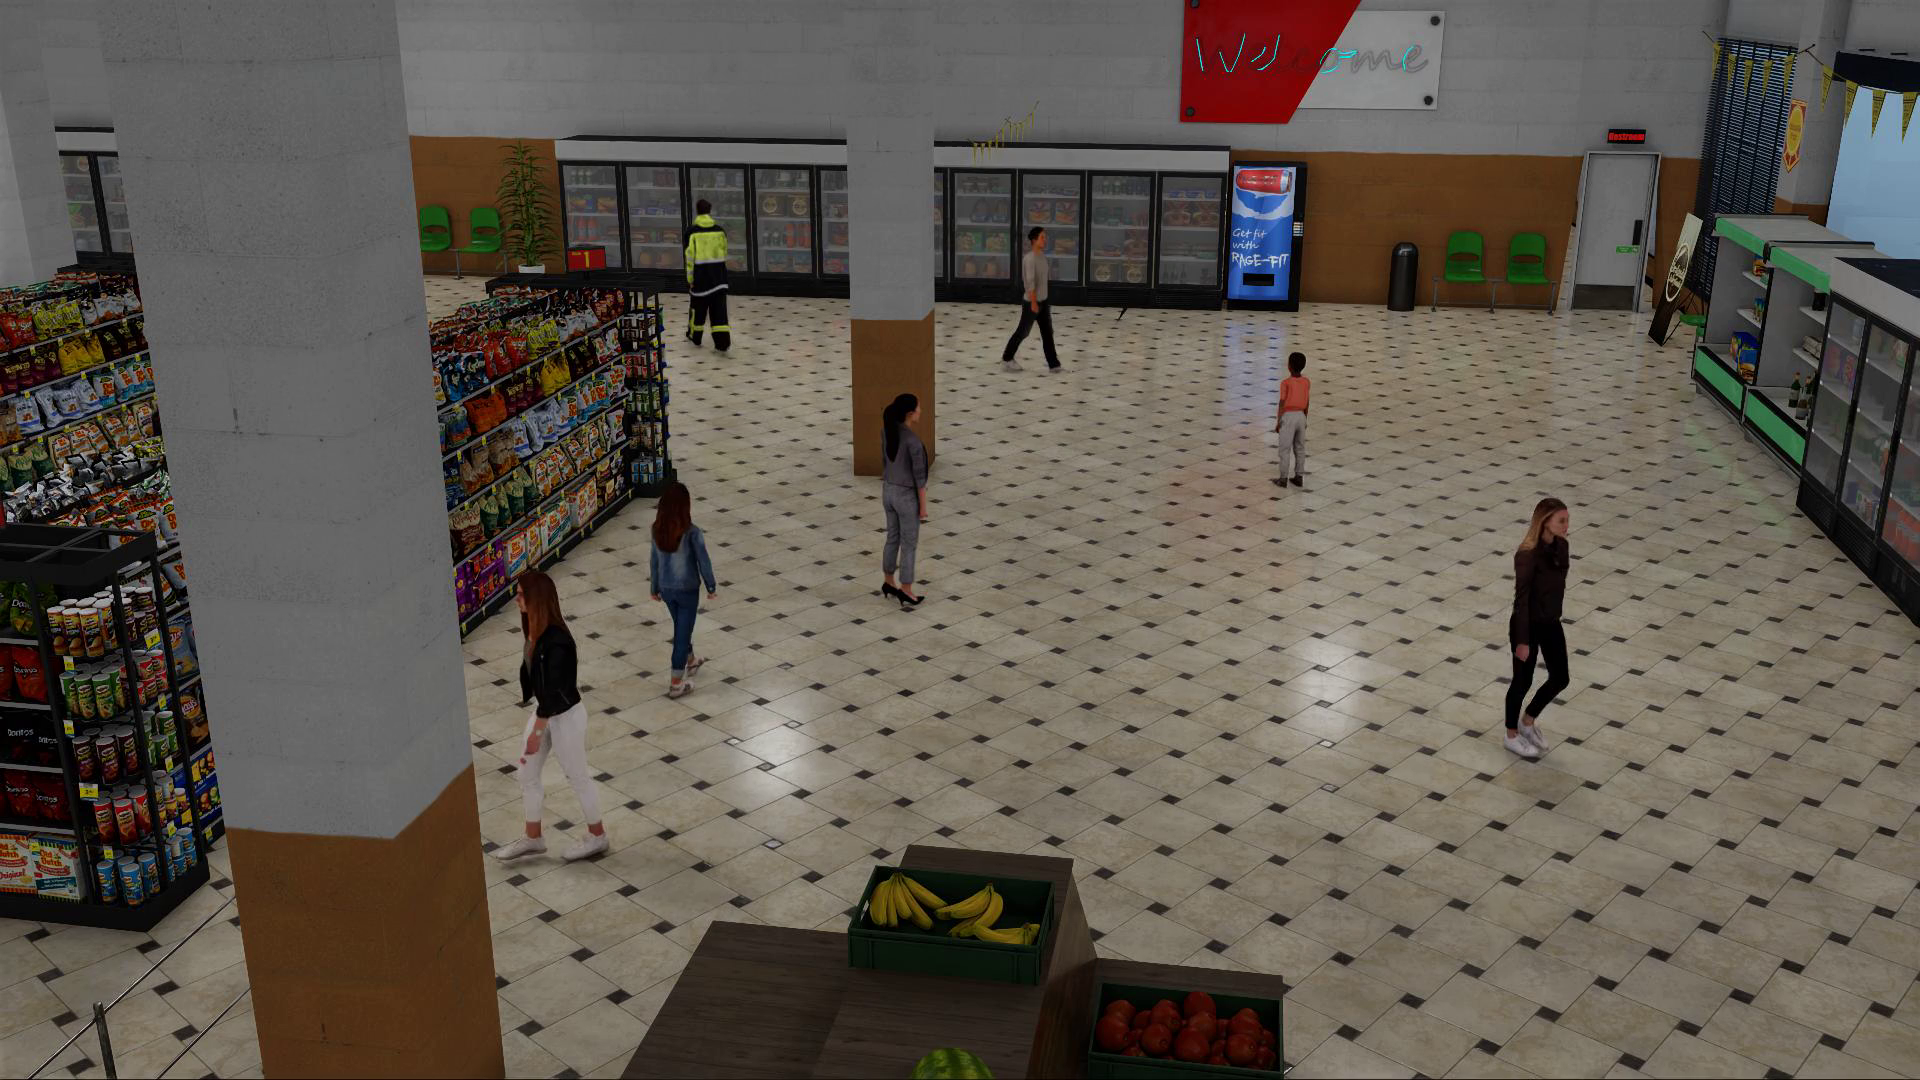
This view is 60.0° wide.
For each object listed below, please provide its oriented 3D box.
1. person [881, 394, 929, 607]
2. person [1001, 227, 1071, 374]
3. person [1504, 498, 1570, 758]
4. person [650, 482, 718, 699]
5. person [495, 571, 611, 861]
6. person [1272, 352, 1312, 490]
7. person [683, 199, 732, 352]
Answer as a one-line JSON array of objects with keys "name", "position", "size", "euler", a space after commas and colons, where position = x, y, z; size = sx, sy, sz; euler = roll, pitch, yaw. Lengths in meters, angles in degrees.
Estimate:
[{"name": "person", "position": [-0.452, -0.305, 12.785], "size": [0.763, 1.671, 0.720], "euler": [-15, 24, -38]}, {"name": "person", "position": [0.822, -2.900, 20.331], "size": [0.973, 1.767, 1.179], "euler": [9, 21, 26]}, {"name": "person", "position": [3.501, 0.523, 10.294], "size": [0.719, 1.693, 0.774], "euler": [-12, 22, -32]}, {"name": "person", "position": [-1.922, 0.357, 11.153], "size": [0.702, 1.459, 0.853], "euler": [8, 20, 23]}, {"name": "person", "position": [-2.099, 0.962, 9.016], "size": [0.924, 1.679, 0.873], "euler": [-12, 22, -31]}, {"name": "person", "position": [3.173, -1.143, 15.834], "size": [0.550, 1.310, 0.587], "euler": [-6, 20, -18]}, {"name": "person", "position": [-3.223, -3.366, 21.457], "size": [1.270, 1.930, 1.364], "euler": [-11, 22, -29]}]
